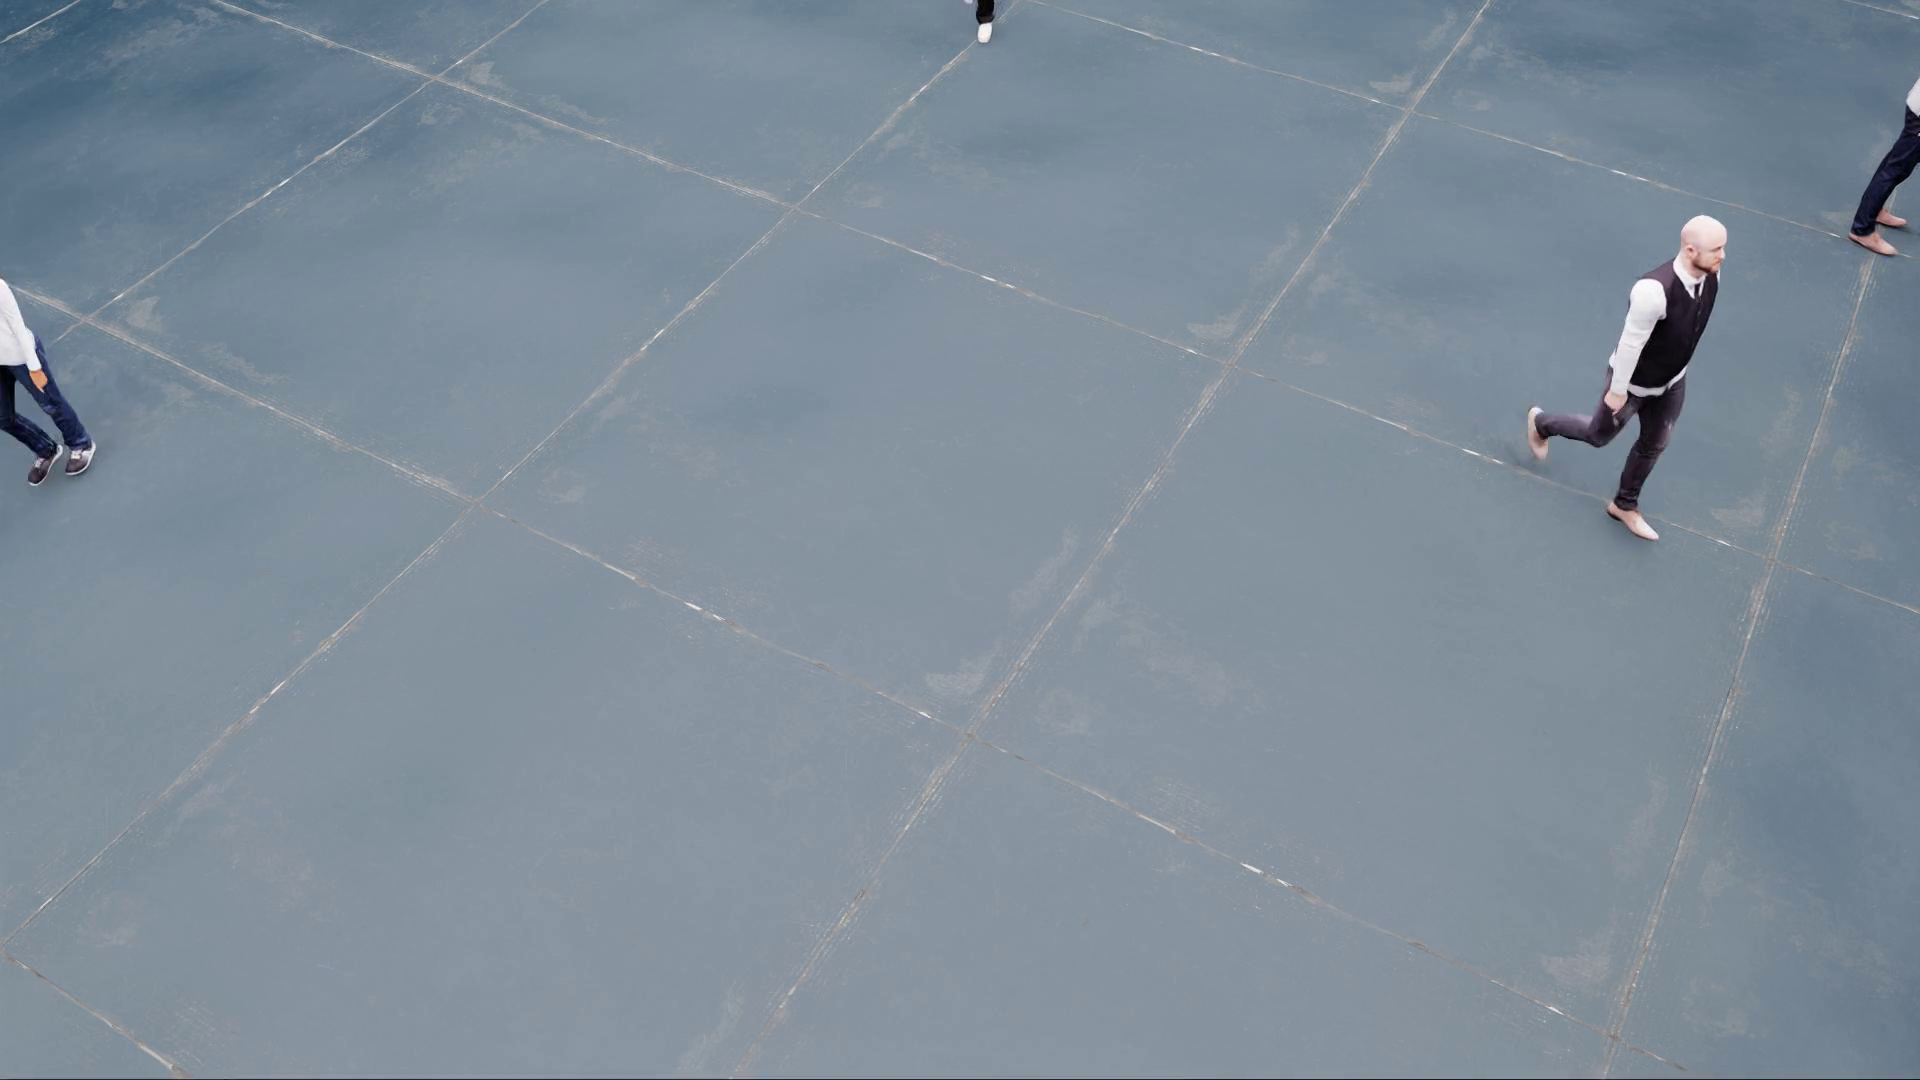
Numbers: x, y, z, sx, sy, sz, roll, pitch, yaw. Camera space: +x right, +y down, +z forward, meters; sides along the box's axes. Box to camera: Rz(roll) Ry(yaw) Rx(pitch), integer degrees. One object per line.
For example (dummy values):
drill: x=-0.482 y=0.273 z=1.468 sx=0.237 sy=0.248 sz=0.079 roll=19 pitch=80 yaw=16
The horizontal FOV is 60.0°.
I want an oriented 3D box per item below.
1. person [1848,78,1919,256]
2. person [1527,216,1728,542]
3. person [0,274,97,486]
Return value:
person: x=5.681 y=-2.560 z=9.674 sx=0.570 sy=1.851 sz=0.681 roll=25 pitch=52 yaw=22
person: x=3.273 y=-0.829 z=8.107 sx=1.029 sy=1.801 sz=1.240 roll=-26 pitch=52 yaw=-22
person: x=-4.763 y=-0.984 z=8.426 sx=0.639 sy=1.543 sz=0.701 roll=5 pitch=47 yaw=5
